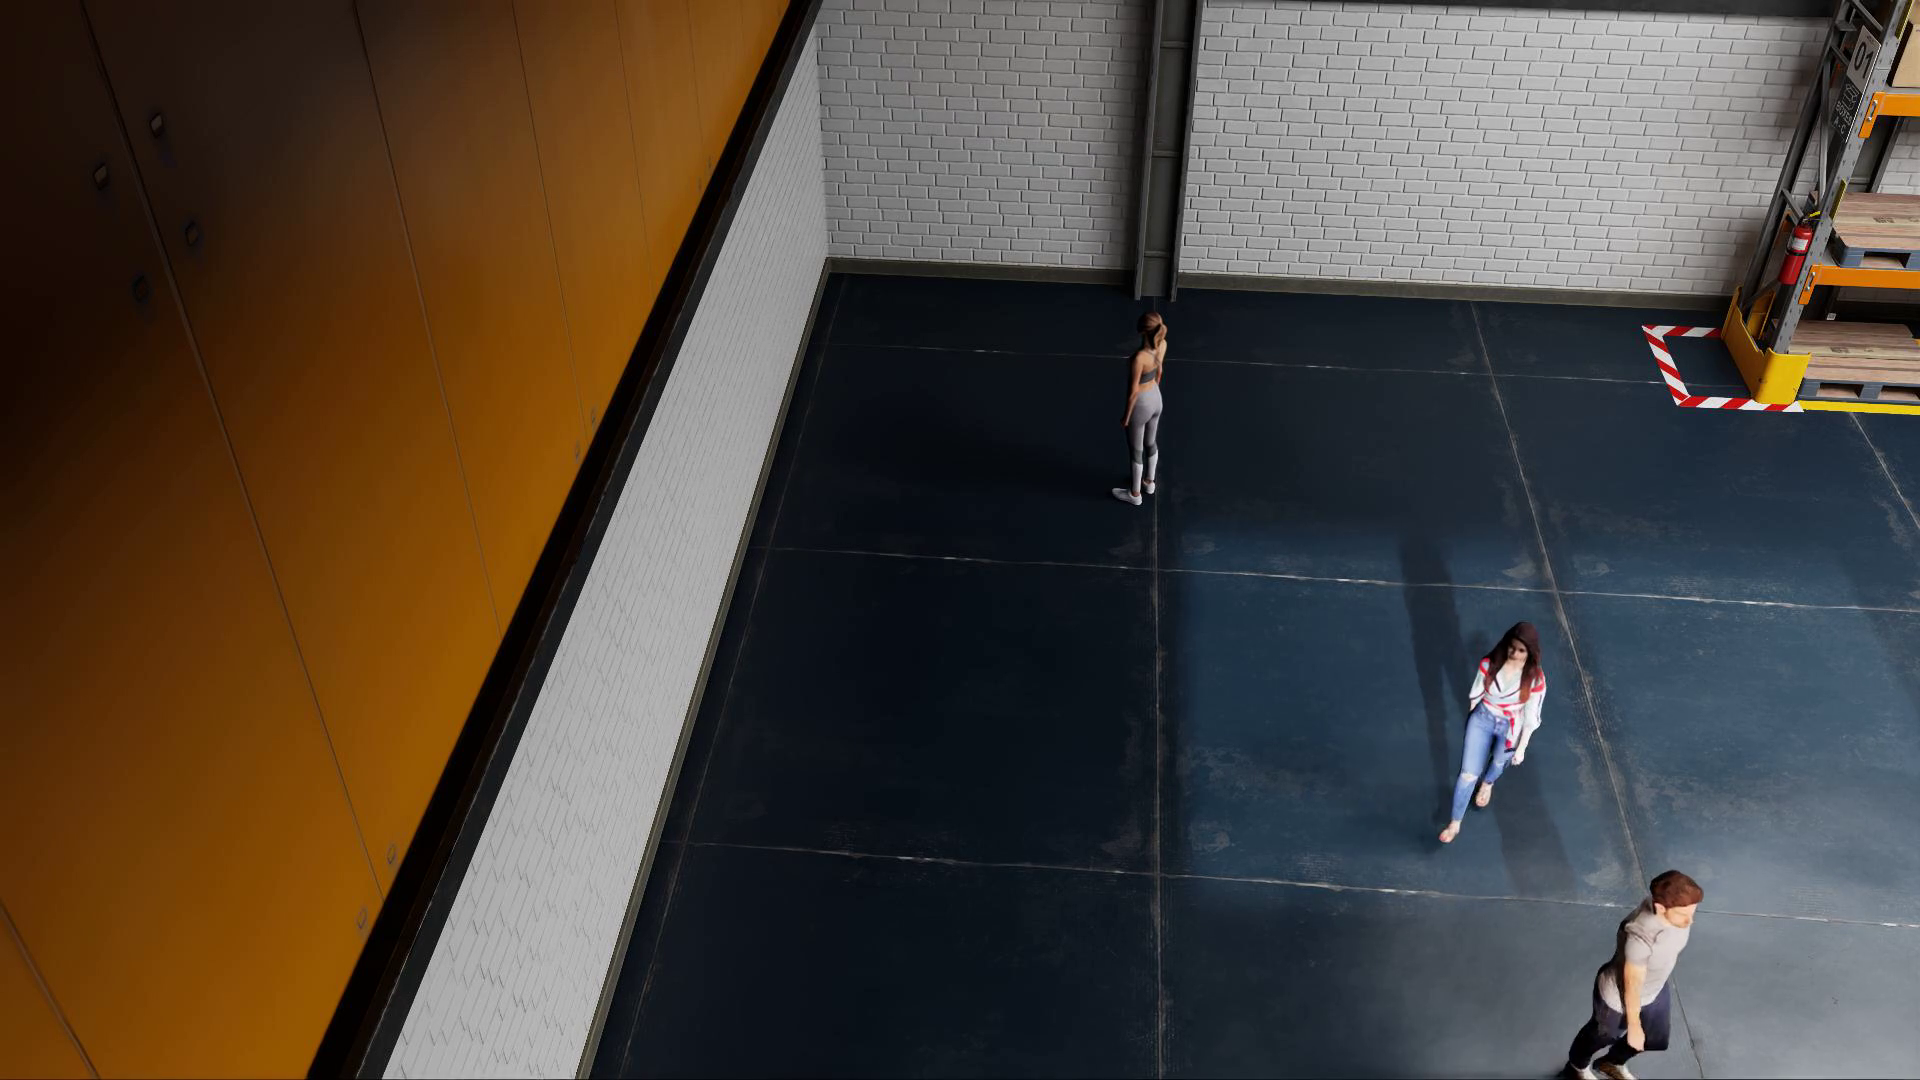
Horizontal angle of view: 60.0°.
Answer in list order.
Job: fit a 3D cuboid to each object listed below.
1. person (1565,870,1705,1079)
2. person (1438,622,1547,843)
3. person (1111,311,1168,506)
[{"bbox_3d":[3.408,2.277,8.641,0.780,1.872,0.849,-28,46,-30],"label":"person"},{"bbox_3d":[3.380,1.105,10.341,1.008,1.581,0.930,19,42,22],"label":"person"},{"bbox_3d":[1.432,-1.034,12.921,0.702,1.703,0.659,29,47,31],"label":"person"}]
